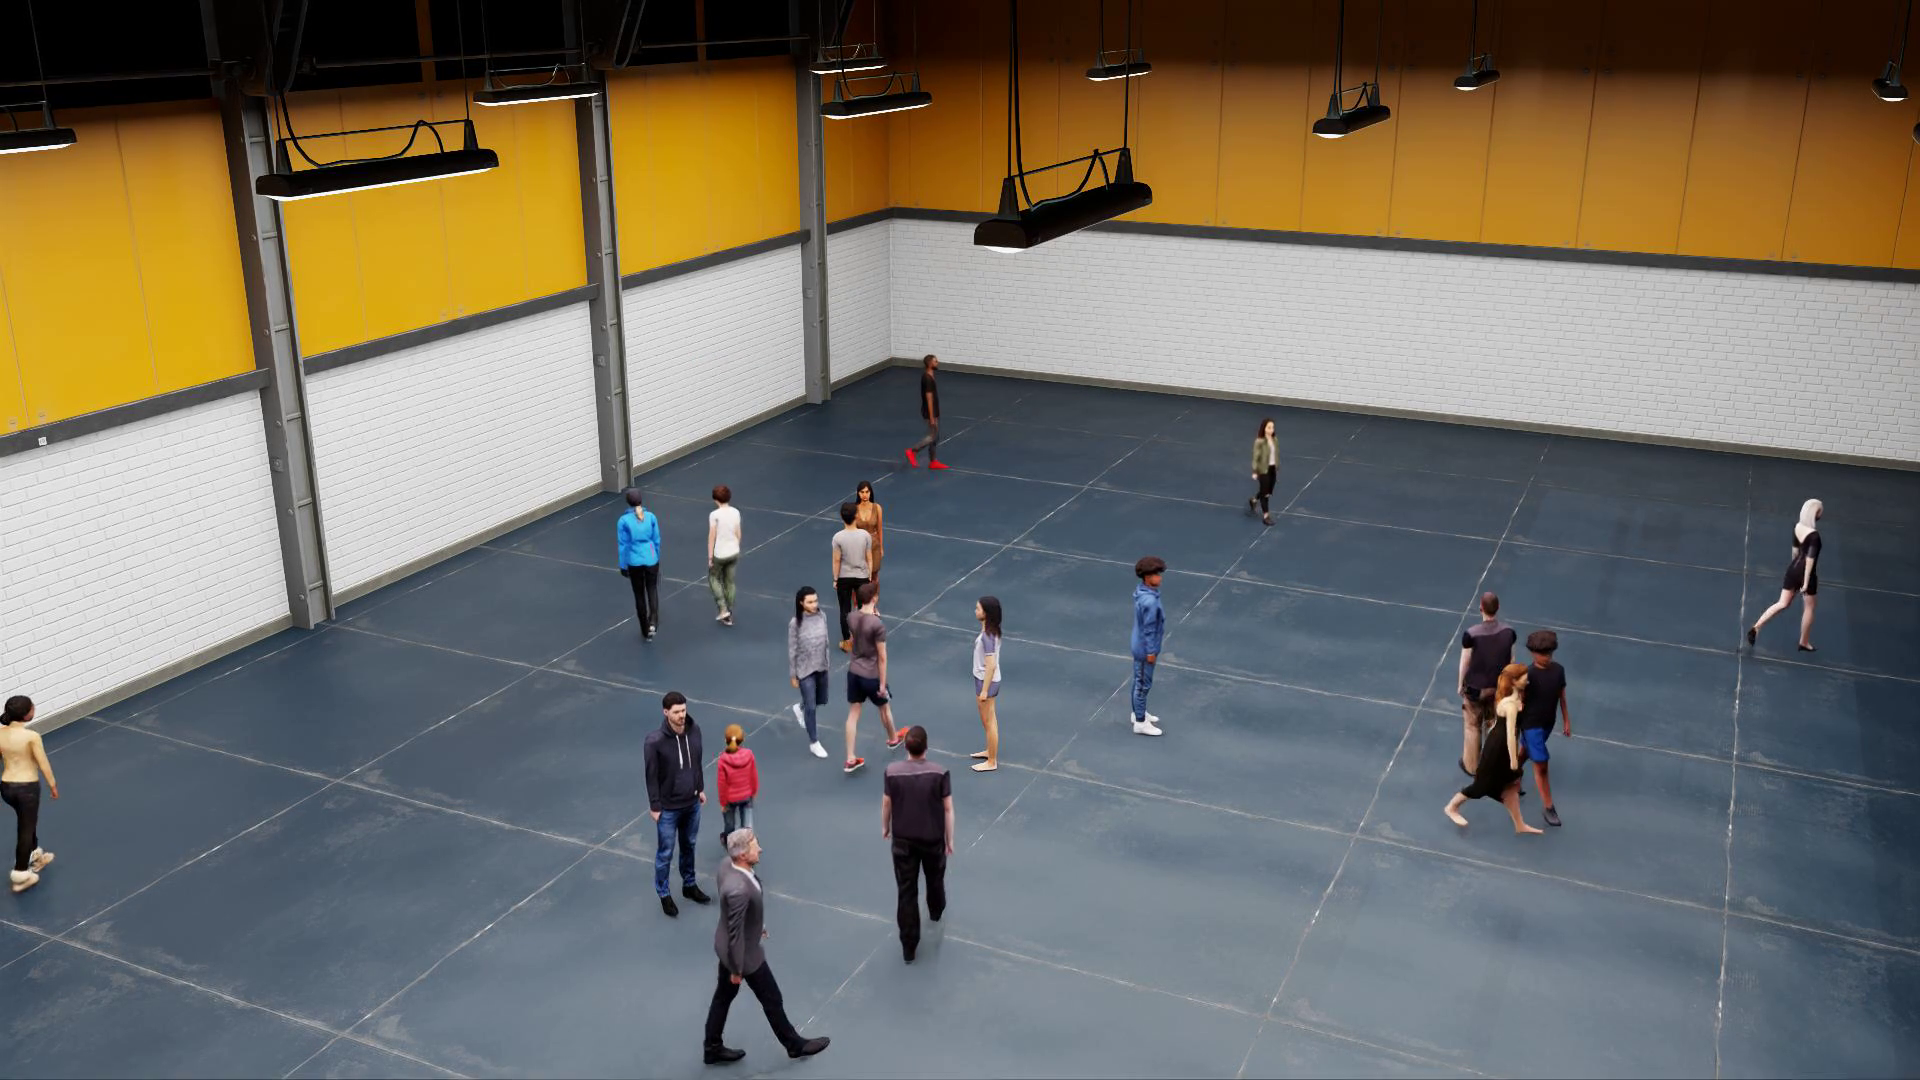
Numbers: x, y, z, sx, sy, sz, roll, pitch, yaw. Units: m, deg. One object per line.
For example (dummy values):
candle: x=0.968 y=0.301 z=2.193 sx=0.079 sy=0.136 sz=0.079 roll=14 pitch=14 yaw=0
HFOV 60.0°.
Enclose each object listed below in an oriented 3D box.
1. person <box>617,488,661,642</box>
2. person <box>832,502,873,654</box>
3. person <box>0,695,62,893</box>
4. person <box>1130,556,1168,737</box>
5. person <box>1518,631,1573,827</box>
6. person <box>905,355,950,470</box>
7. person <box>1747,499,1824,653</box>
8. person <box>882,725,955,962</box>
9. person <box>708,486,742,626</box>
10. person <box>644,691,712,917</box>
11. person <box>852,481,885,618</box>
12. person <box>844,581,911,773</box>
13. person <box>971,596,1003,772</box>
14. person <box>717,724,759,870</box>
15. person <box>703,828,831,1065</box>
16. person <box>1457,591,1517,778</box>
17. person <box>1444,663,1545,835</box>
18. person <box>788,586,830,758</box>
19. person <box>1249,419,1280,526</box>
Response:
person: x=-3.566 y=0.308 z=18.741 sx=0.826 sy=1.787 sz=0.887 roll=-5 pitch=19 yaw=-14
person: x=-1.197 y=0.412 z=18.541 sx=0.687 sy=1.717 sz=0.718 roll=-4 pitch=19 yaw=-12
person: x=-7.775 y=2.102 z=13.668 sx=0.719 sy=1.623 sz=0.871 roll=1 pitch=19 yaw=2
person: x=1.849 y=1.031 z=16.565 sx=0.804 sy=1.806 sz=0.642 roll=1 pitch=19 yaw=2
person: x=5.127 y=1.612 z=14.934 sx=1.153 sy=1.744 sz=1.209 roll=-7 pitch=20 yaw=-19
person: x=-0.526 y=-1.928 z=25.369 sx=0.928 sy=1.794 sz=0.956 roll=1 pitch=19 yaw=2
person: x=9.186 y=0.427 z=18.363 sx=1.081 sy=1.803 sz=1.091 roll=-4 pitch=19 yaw=-12
person: x=-0.325 y=2.339 z=12.673 sx=0.972 sy=1.809 sz=1.197 roll=2 pitch=19 yaw=5
person: x=-2.681 y=0.209 z=19.276 sx=0.757 sy=1.631 sz=0.822 roll=-13 pitch=23 yaw=-34
person: x=-2.273 y=2.071 z=13.339 sx=0.660 sy=1.893 sz=0.809 roll=-16 pitch=24 yaw=-39
person: x=-1.100 y=0.115 z=19.468 sx=0.650 sy=1.689 sz=0.690 roll=-5 pitch=19 yaw=-13
person: x=-0.944 y=1.323 z=15.692 sx=0.798 sy=1.809 sz=1.183 roll=12 pitch=22 yaw=31
person: x=0.260 y=1.339 z=15.760 sx=0.716 sy=1.734 sz=0.586 roll=0 pitch=19 yaw=1
person: x=-1.833 y=2.203 z=13.904 sx=0.898 sy=1.281 sz=0.949 roll=-7 pitch=20 yaw=-20
person: x=-1.566 y=2.800 z=11.314 sx=1.207 sy=1.803 sz=1.163 roll=-6 pitch=20 yaw=-18
person: x=4.925 y=1.386 z=15.480 sx=0.860 sy=1.824 sz=0.905 roll=-2 pitch=19 yaw=-7
person: x=4.637 y=1.829 z=14.544 sx=0.669 sy=1.582 sz=1.010 roll=7 pitch=20 yaw=21
person: x=-1.497 y=1.233 z=16.108 sx=0.951 sy=1.713 sz=0.923 roll=-14 pitch=23 yaw=-35
person: x=4.198 y=-0.961 z=23.022 sx=0.932 sy=1.459 sz=0.944 roll=-10 pitch=21 yaw=-27
